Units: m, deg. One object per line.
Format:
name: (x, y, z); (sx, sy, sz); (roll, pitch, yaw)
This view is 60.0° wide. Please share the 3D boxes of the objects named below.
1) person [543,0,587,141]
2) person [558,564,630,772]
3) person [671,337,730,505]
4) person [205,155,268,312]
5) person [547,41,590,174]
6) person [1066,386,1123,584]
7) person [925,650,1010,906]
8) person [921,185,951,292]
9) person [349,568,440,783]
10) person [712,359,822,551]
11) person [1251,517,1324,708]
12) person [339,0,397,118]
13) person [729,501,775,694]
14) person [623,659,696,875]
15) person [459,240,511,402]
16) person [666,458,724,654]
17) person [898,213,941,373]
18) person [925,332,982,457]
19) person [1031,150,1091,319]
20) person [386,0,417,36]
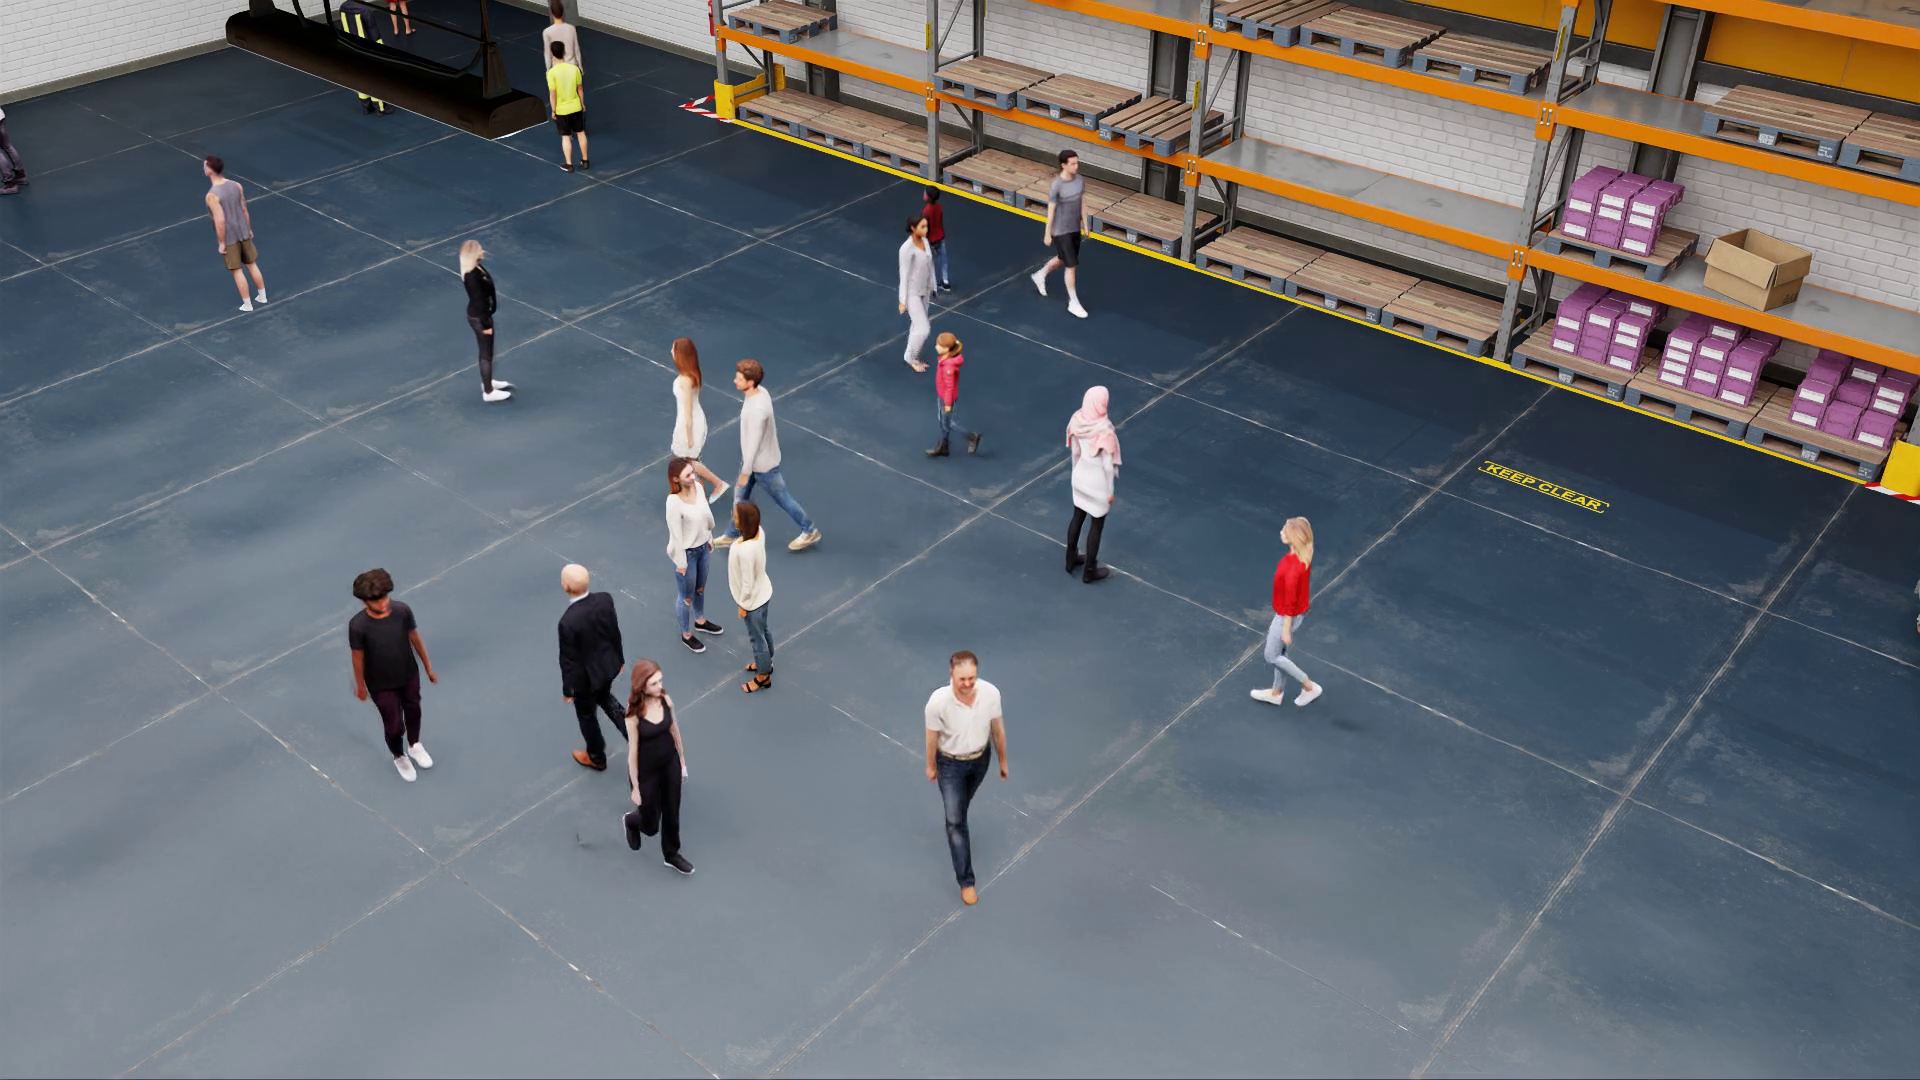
person: (-5.434, -6.465, 22.936); (0.736, 1.855, 0.710); (-16, 37, -22)
person: (-2.560, 0.960, 11.826); (0.918, 1.787, 0.752); (19, 38, 26)
person: (-2.321, -1.023, 14.887); (0.853, 1.701, 0.784); (0, 34, 0)
person: (-8.058, -3.380, 18.451); (0.657, 1.842, 0.690); (14, 36, 20)
person: (-5.176, -5.728, 21.961); (0.677, 1.706, 0.628); (-20, 38, -27)
person: (1.097, -0.473, 13.970); (0.722, 1.800, 0.571); (-23, 40, -31)
person: (0.004, 1.406, 11.124); (1.076, 1.821, 1.233); (-10, 35, -14)
person: (-0.255, -3.408, 18.901); (0.565, 1.229, 0.865); (-28, 43, -35)
person: (-4.104, 0.909, 11.927); (0.694, 1.762, 0.640); (-28, 43, -36)
person: (-1.596, -0.669, 14.222); (1.228, 1.847, 1.251); (-7, 34, -10)
person: (2.533, 0.583, 12.480); (0.861, 1.692, 0.747); (13, 36, 19)
person: (-8.508, -7.028, 23.717); (0.699, 1.928, 0.902); (15, 36, 21)
person: (-1.577, 0.412, 12.745); (0.728, 1.681, 0.695); (1, 34, 2)
person: (-2.088, 1.488, 11.078); (0.815, 1.735, 0.600); (24, 41, 32)
person: (-4.821, -2.208, 16.688); (0.758, 1.682, 0.655); (-9, 35, -14)
person: (-2.145, 0.097, 13.213); (0.617, 1.689, 0.661); (16, 37, 23)
person: (-0.526, -2.575, 17.203); (0.695, 1.722, 0.718); (17, 37, 24)
person: (-0.057, -1.356, 15.745); (0.829, 1.307, 0.782); (-4, 34, -6)
person: (1.102, -3.453, 18.415); (0.787, 1.843, 1.199); (-28, 43, -35)
person: (-9.210, -9.035, 27.075); (0.683, 1.554, 0.743); (-1, 34, -1)
